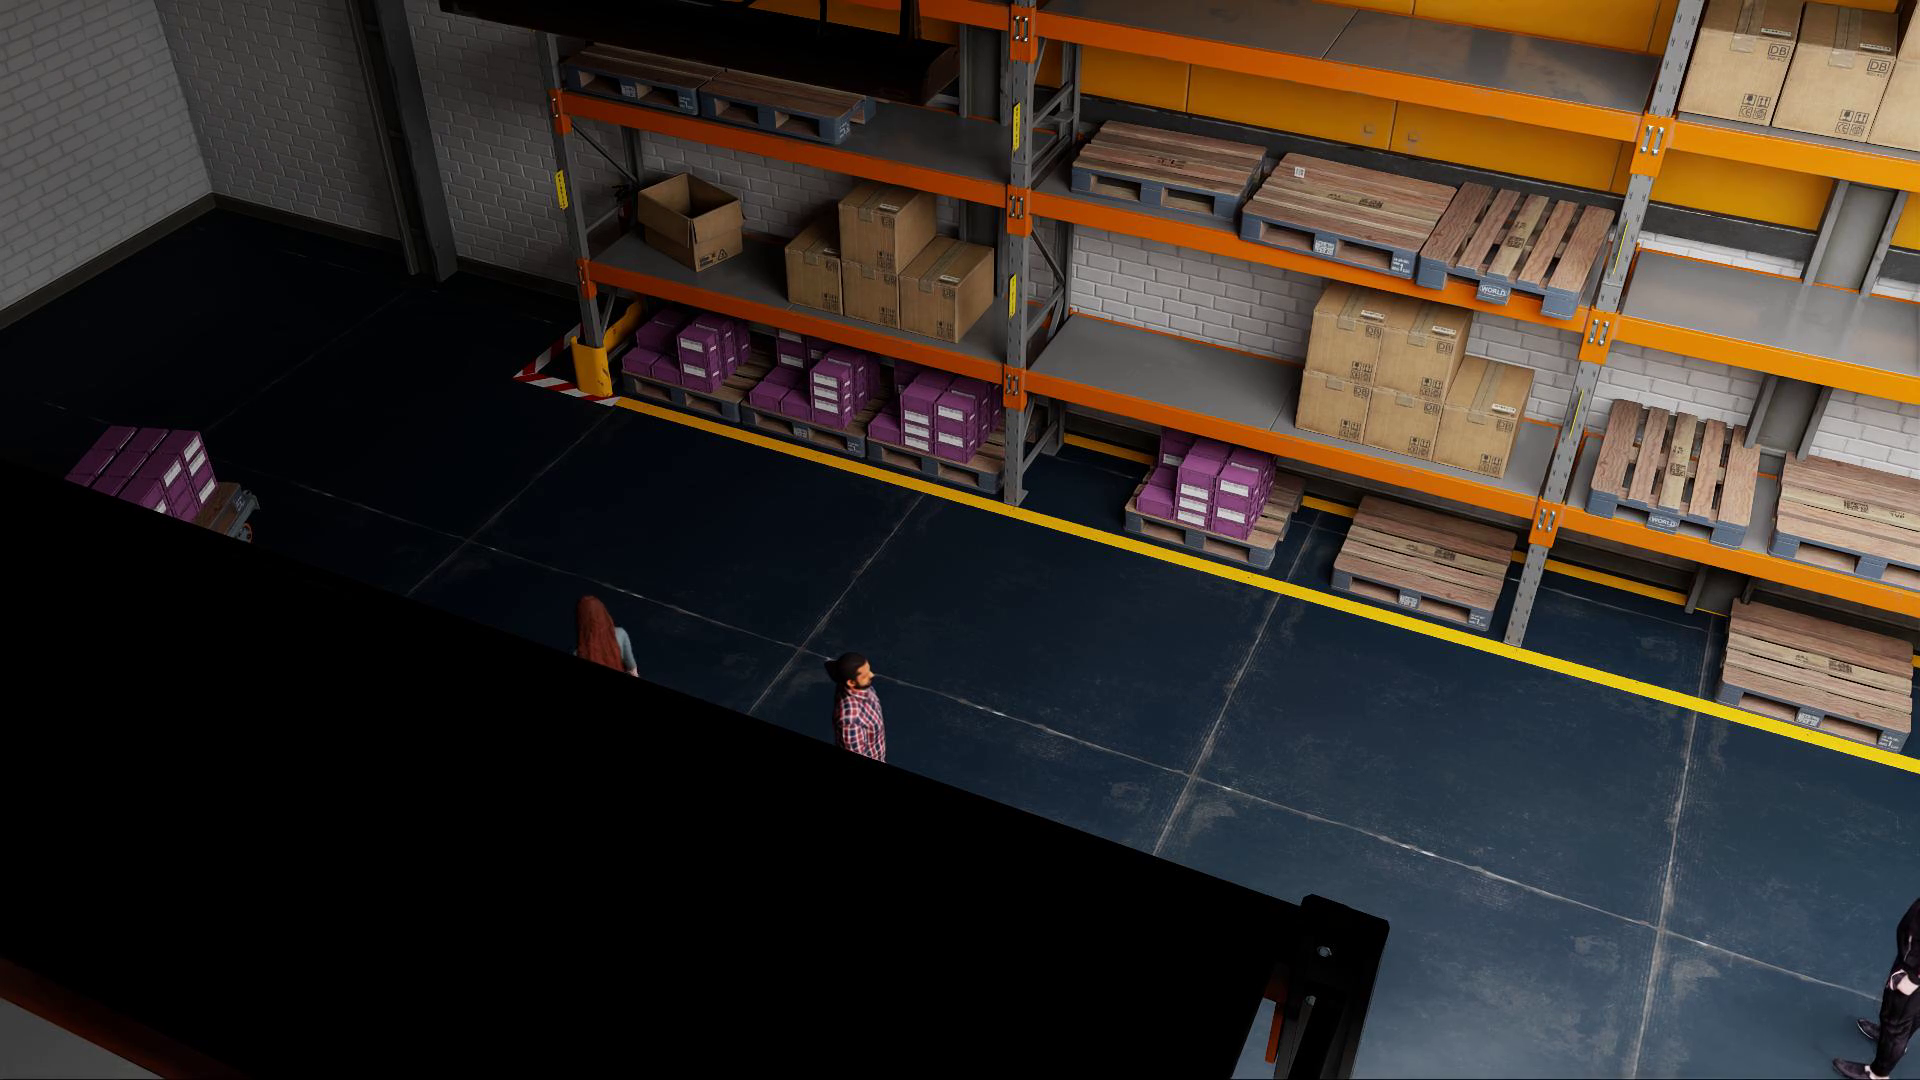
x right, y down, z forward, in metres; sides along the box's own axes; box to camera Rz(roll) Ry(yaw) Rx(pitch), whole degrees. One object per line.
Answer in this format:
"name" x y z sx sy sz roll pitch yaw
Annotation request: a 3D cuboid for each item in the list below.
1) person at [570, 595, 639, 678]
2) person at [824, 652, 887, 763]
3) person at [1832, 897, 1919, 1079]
"person" -2.129 1.096 10.369 0.769 1.727 0.688 31 48 33
"person" -0.602 1.350 10.023 0.792 1.761 0.789 -4 39 -5
"person" 5.149 2.247 8.841 0.703 1.834 0.756 32 48 33
